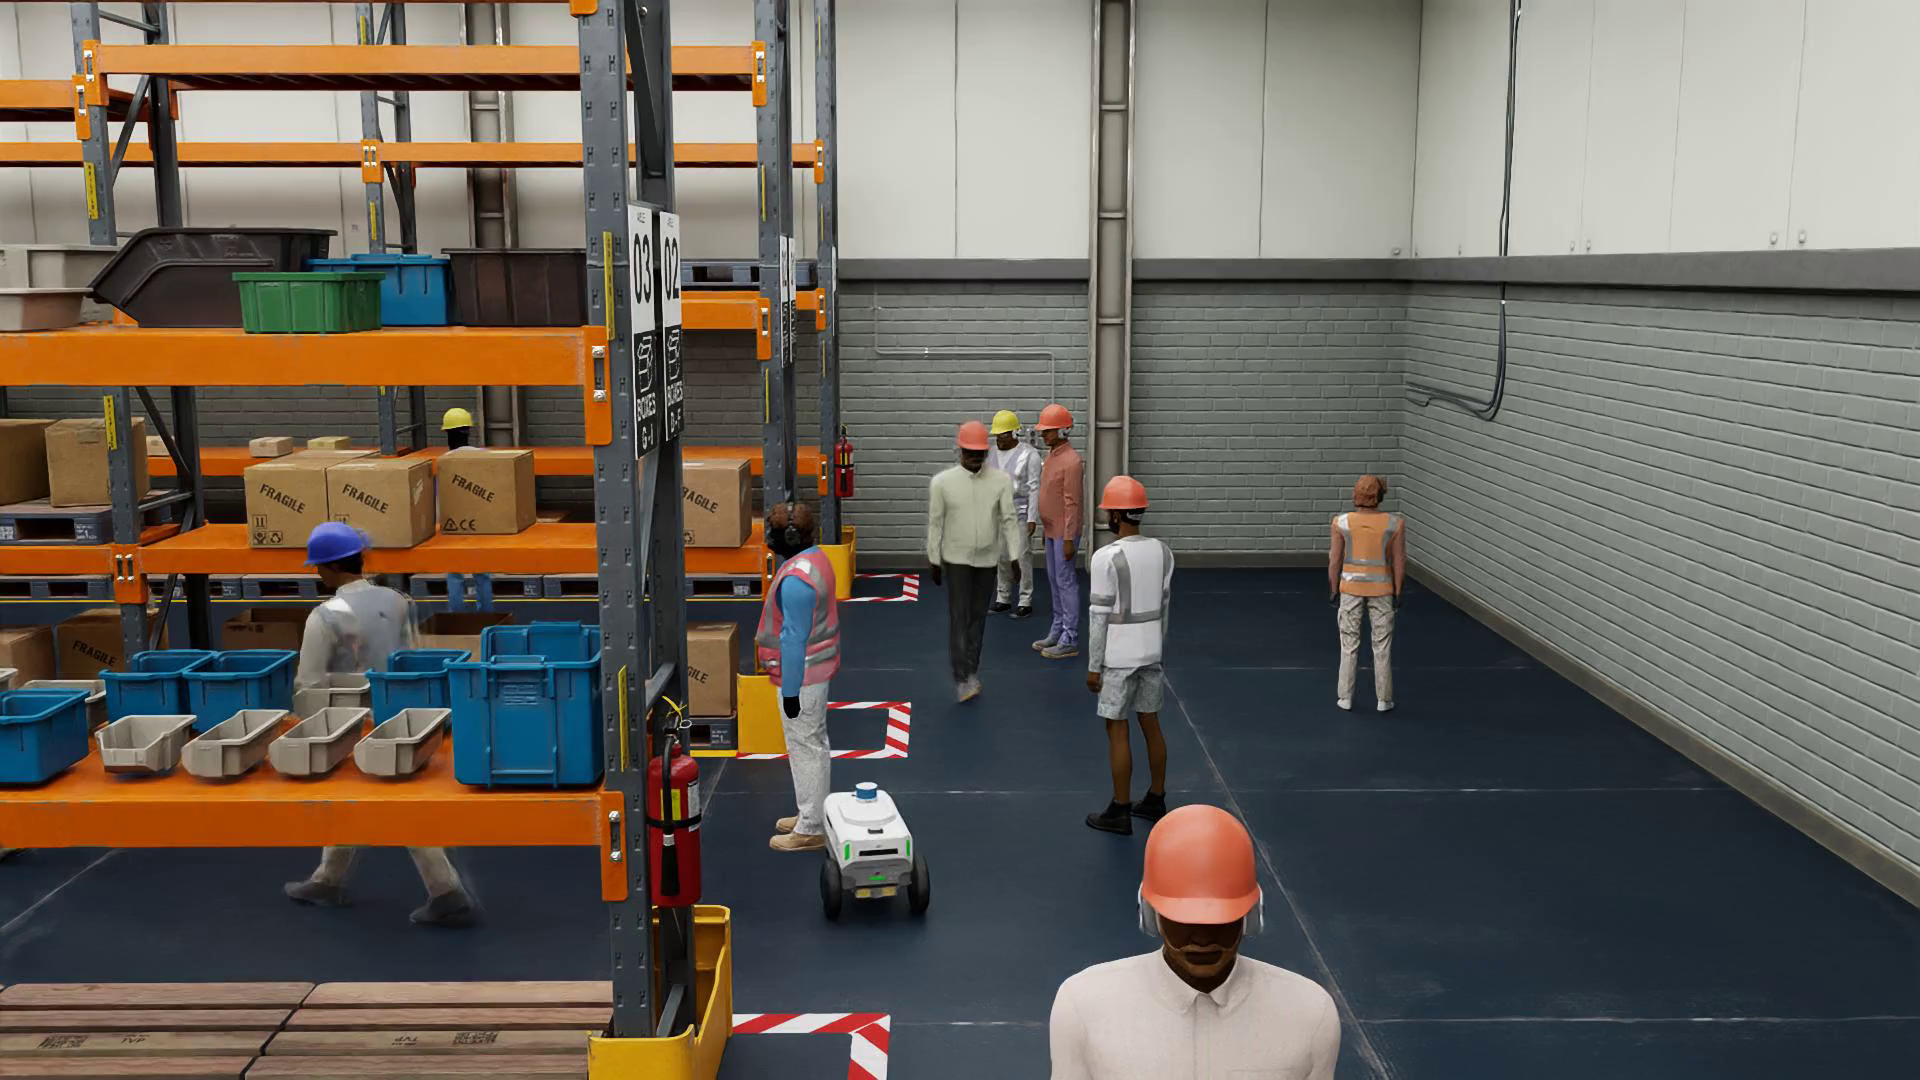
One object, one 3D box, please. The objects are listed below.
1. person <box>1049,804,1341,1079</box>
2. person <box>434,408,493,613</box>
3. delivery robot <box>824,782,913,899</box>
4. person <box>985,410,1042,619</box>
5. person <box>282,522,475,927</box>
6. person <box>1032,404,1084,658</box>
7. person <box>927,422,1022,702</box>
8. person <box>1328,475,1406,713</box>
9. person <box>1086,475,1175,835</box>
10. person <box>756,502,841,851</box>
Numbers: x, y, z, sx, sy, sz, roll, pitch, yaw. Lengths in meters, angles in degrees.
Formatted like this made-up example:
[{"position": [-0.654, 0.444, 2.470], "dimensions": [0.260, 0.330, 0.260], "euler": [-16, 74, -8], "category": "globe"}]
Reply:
[{"position": [0.464, 1.497, 3.385], "dimensions": [0.609, 1.995, 0.378], "euler": [0, 9, -1], "category": "person"}, {"position": [-4.020, -0.111, 13.495], "dimensions": [0.408, 1.916, 0.599], "euler": [6, 11, 34], "category": "person"}, {"position": [-0.448, 1.412, 8.011], "dimensions": [0.477, 0.478, 0.707], "euler": [-2, 9, -12], "category": "delivery robot"}, {"position": [0.430, -0.227, 14.517], "dimensions": [0.600, 1.816, 0.403], "euler": [7, 12, 37], "category": "person"}, {"position": [-2.733, 0.854, 7.706], "dimensions": [1.039, 1.894, 0.611], "euler": [2, 10, 13], "category": "person"}, {"position": [0.768, -0.072, 13.043], "dimensions": [0.405, 1.986, 0.612], "euler": [-2, 10, -14], "category": "person"}, {"position": [0.130, 0.156, 11.702], "dimensions": [0.617, 1.957, 0.897], "euler": [-3, 10, -17], "category": "person"}, {"position": [2.776, 0.372, 11.377], "dimensions": [0.515, 1.638, 0.315], "euler": [3, 10, 16], "category": "person"}, {"position": [0.901, 0.614, 9.026], "dimensions": [0.543, 1.929, 0.403], "euler": [-7, 12, -39], "category": "person"}, {"position": [-0.849, 0.708, 8.736], "dimensions": [0.430, 1.836, 0.618], "euler": [1, 9, 5], "category": "person"}]
